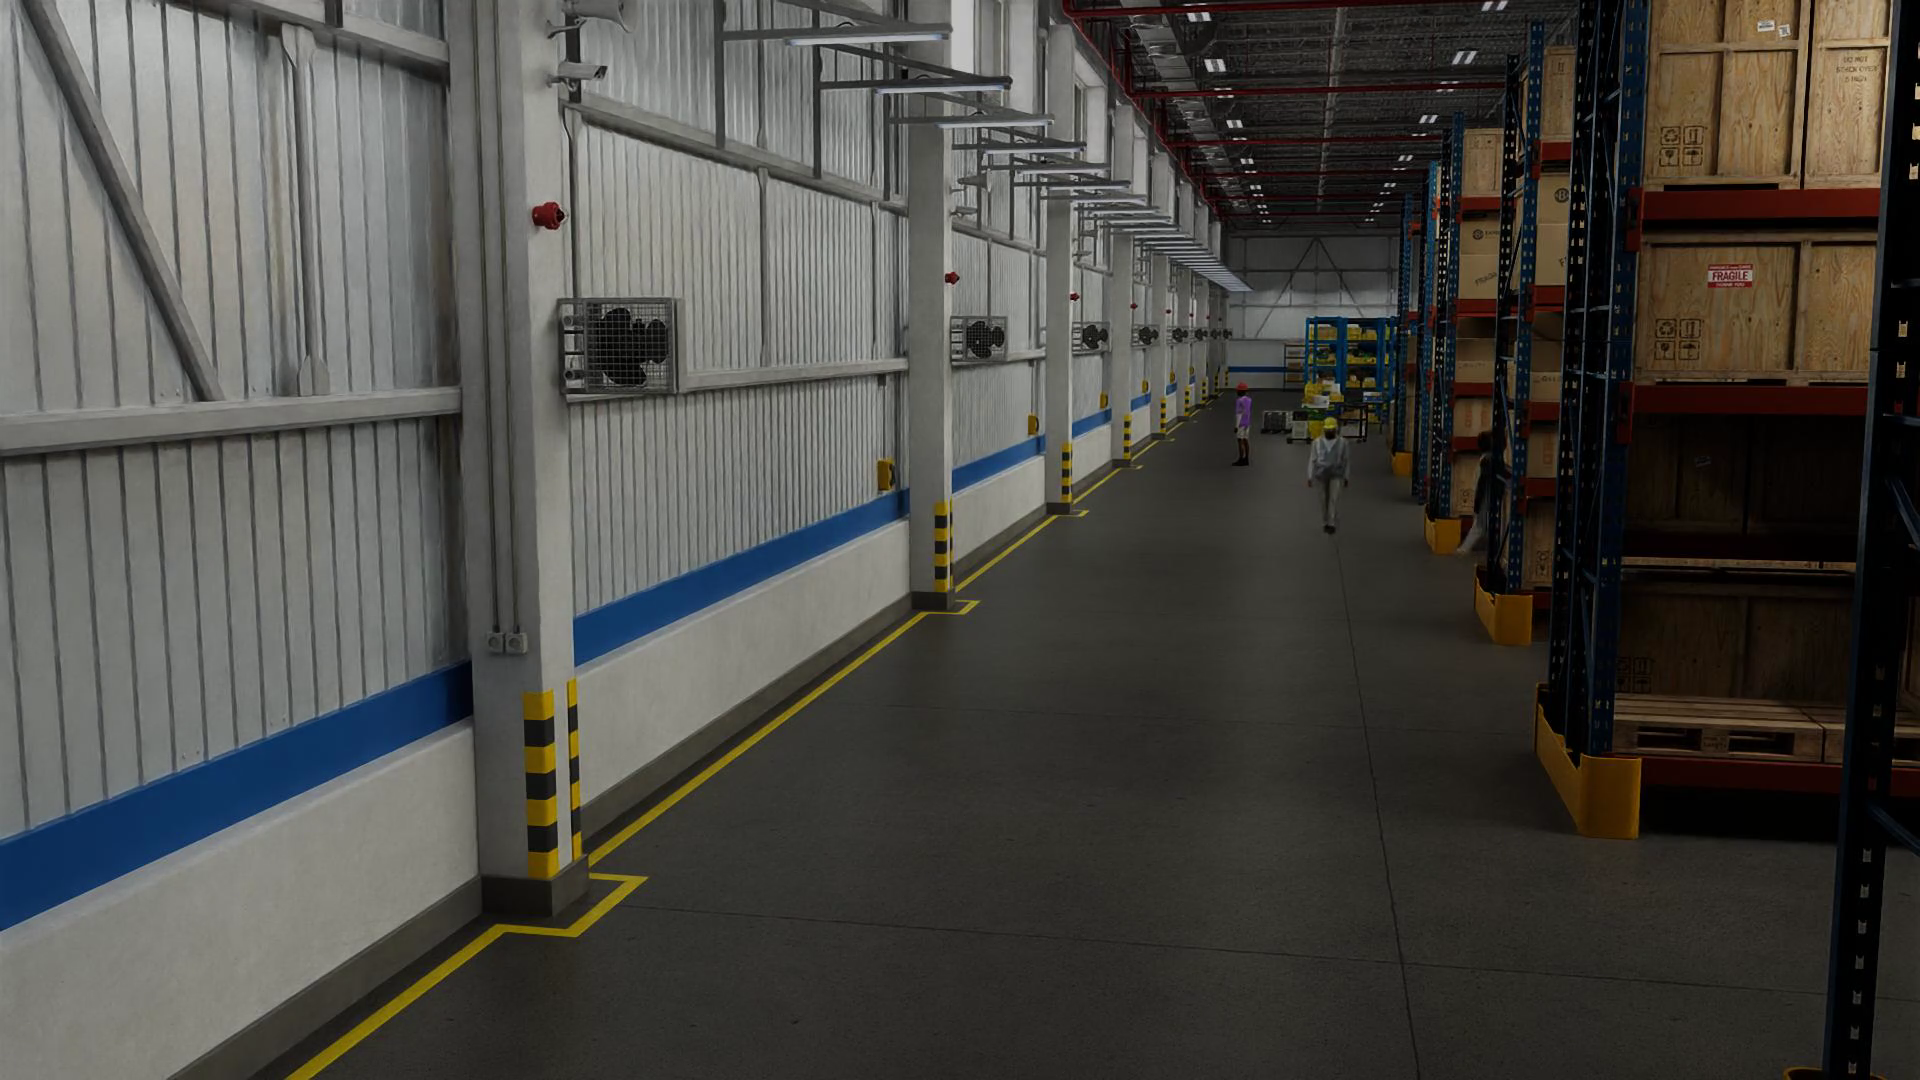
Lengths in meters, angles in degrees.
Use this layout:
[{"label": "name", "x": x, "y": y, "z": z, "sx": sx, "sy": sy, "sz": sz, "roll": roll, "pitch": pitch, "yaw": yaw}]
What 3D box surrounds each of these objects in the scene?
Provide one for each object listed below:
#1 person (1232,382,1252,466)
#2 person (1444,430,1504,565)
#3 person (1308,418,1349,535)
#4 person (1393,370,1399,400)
[{"label": "person", "x": 6.543, "y": -2.686, "z": 38.614, "sx": 0.341, "sy": 1.942, "sz": 0.552, "roll": 6, "pitch": 9, "yaw": 39}, {"label": "person", "x": 6.895, "y": -0.546, "z": 22.045, "sx": 0.890, "sy": 1.797, "sz": 0.657, "roll": 3, "pitch": 8, "yaw": 23}, {"label": "person", "x": 5.636, "y": -0.974, "z": 25.518, "sx": 0.612, "sy": 1.782, "sz": 0.923, "roll": 3, "pitch": 8, "yaw": 20}, {"label": "person", "x": 15.700, "y": -5.251, "z": 59.752, "sx": 0.654, "sy": 1.791, "sz": 0.618, "roll": 6, "pitch": 9, "yaw": 38}]
